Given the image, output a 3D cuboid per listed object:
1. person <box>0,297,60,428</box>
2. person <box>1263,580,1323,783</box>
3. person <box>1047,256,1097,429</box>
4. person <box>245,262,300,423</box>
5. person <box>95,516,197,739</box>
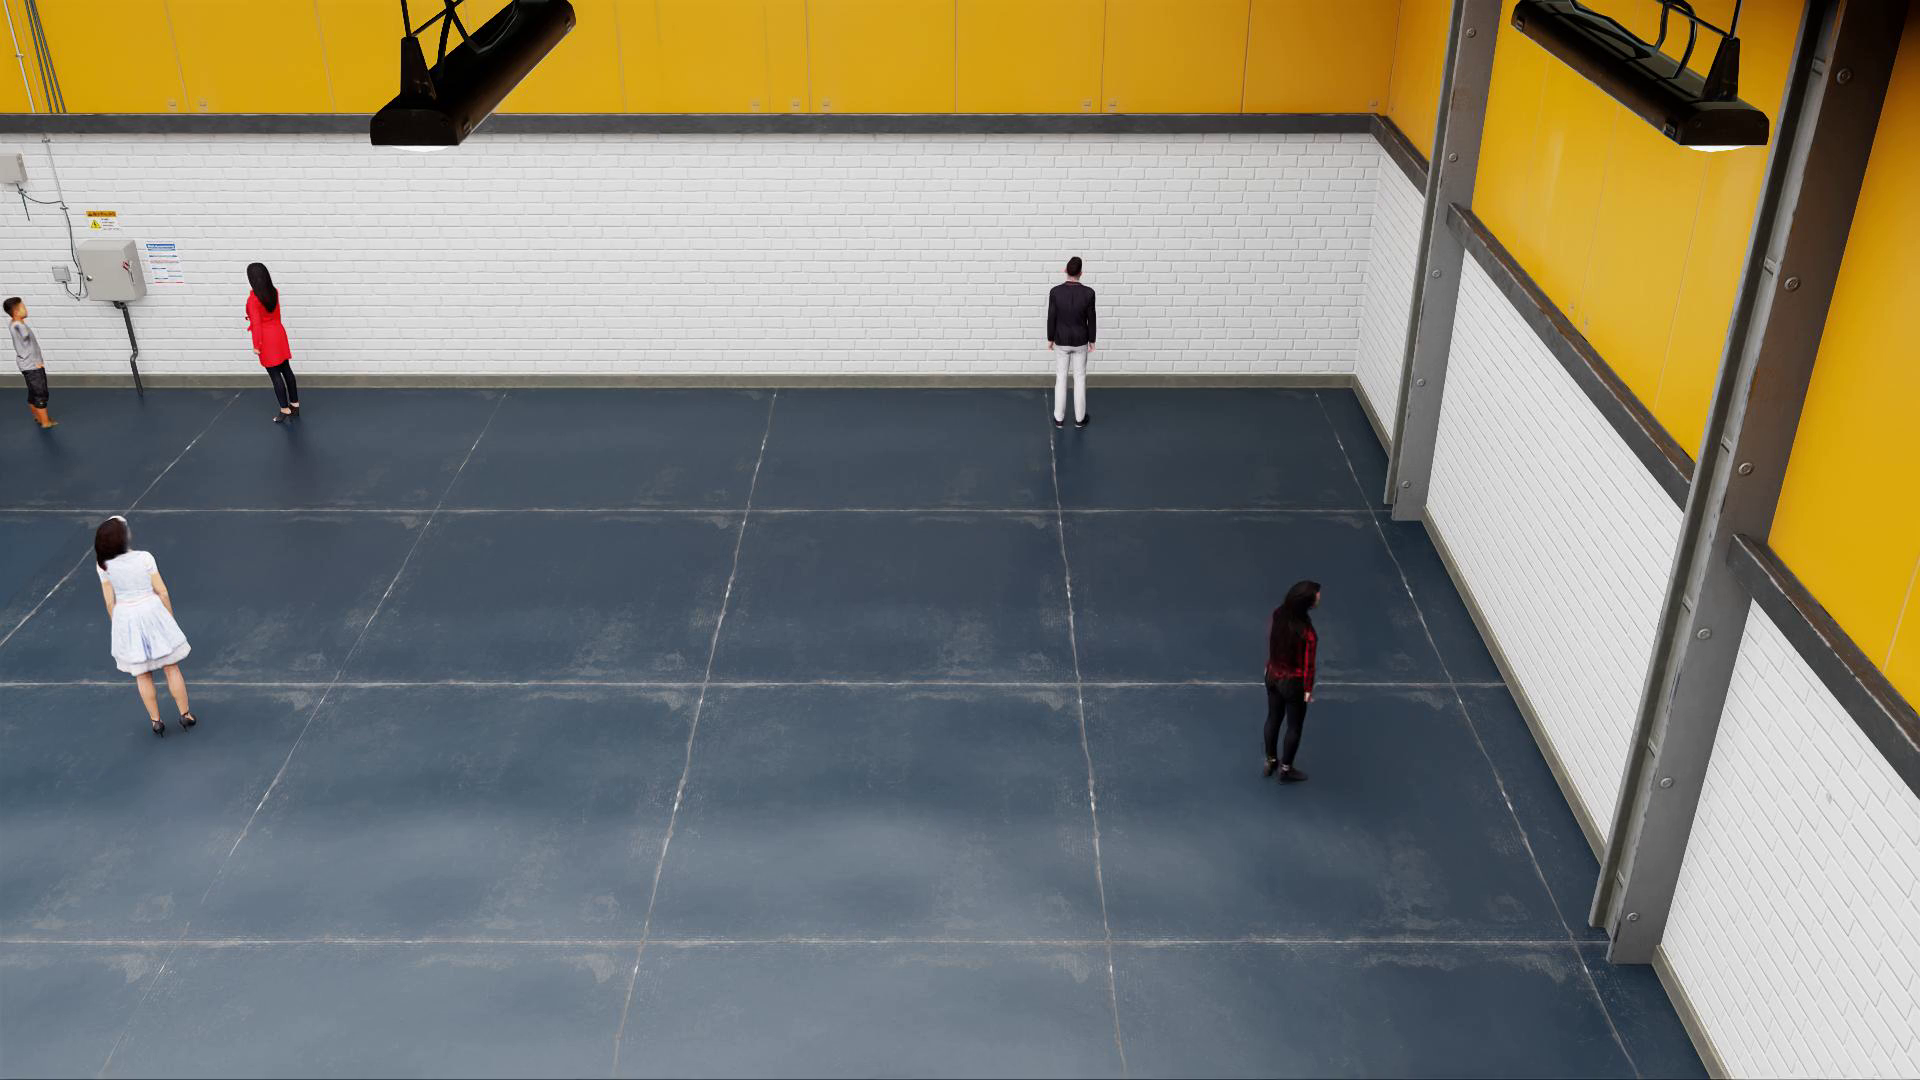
[{"bbox_3d":[-9.770,-1.909,17.446,0.700,1.455,0.630,-24,36,-36],"label":"person"},{"bbox_3d":[2.335,1.009,11.891,0.731,1.652,0.639,-25,37,-37],"label":"person"},{"bbox_3d":[1.154,-2.061,17.320,0.687,1.843,0.577,4,29,7],"label":"person"},{"bbox_3d":[-7.224,-2.080,17.454,0.740,1.747,0.631,7,29,13],"label":"person"},{"bbox_3d":[-6.071,0.654,12.374,0.810,1.813,0.846,-11,30,-19],"label":"person"}]
